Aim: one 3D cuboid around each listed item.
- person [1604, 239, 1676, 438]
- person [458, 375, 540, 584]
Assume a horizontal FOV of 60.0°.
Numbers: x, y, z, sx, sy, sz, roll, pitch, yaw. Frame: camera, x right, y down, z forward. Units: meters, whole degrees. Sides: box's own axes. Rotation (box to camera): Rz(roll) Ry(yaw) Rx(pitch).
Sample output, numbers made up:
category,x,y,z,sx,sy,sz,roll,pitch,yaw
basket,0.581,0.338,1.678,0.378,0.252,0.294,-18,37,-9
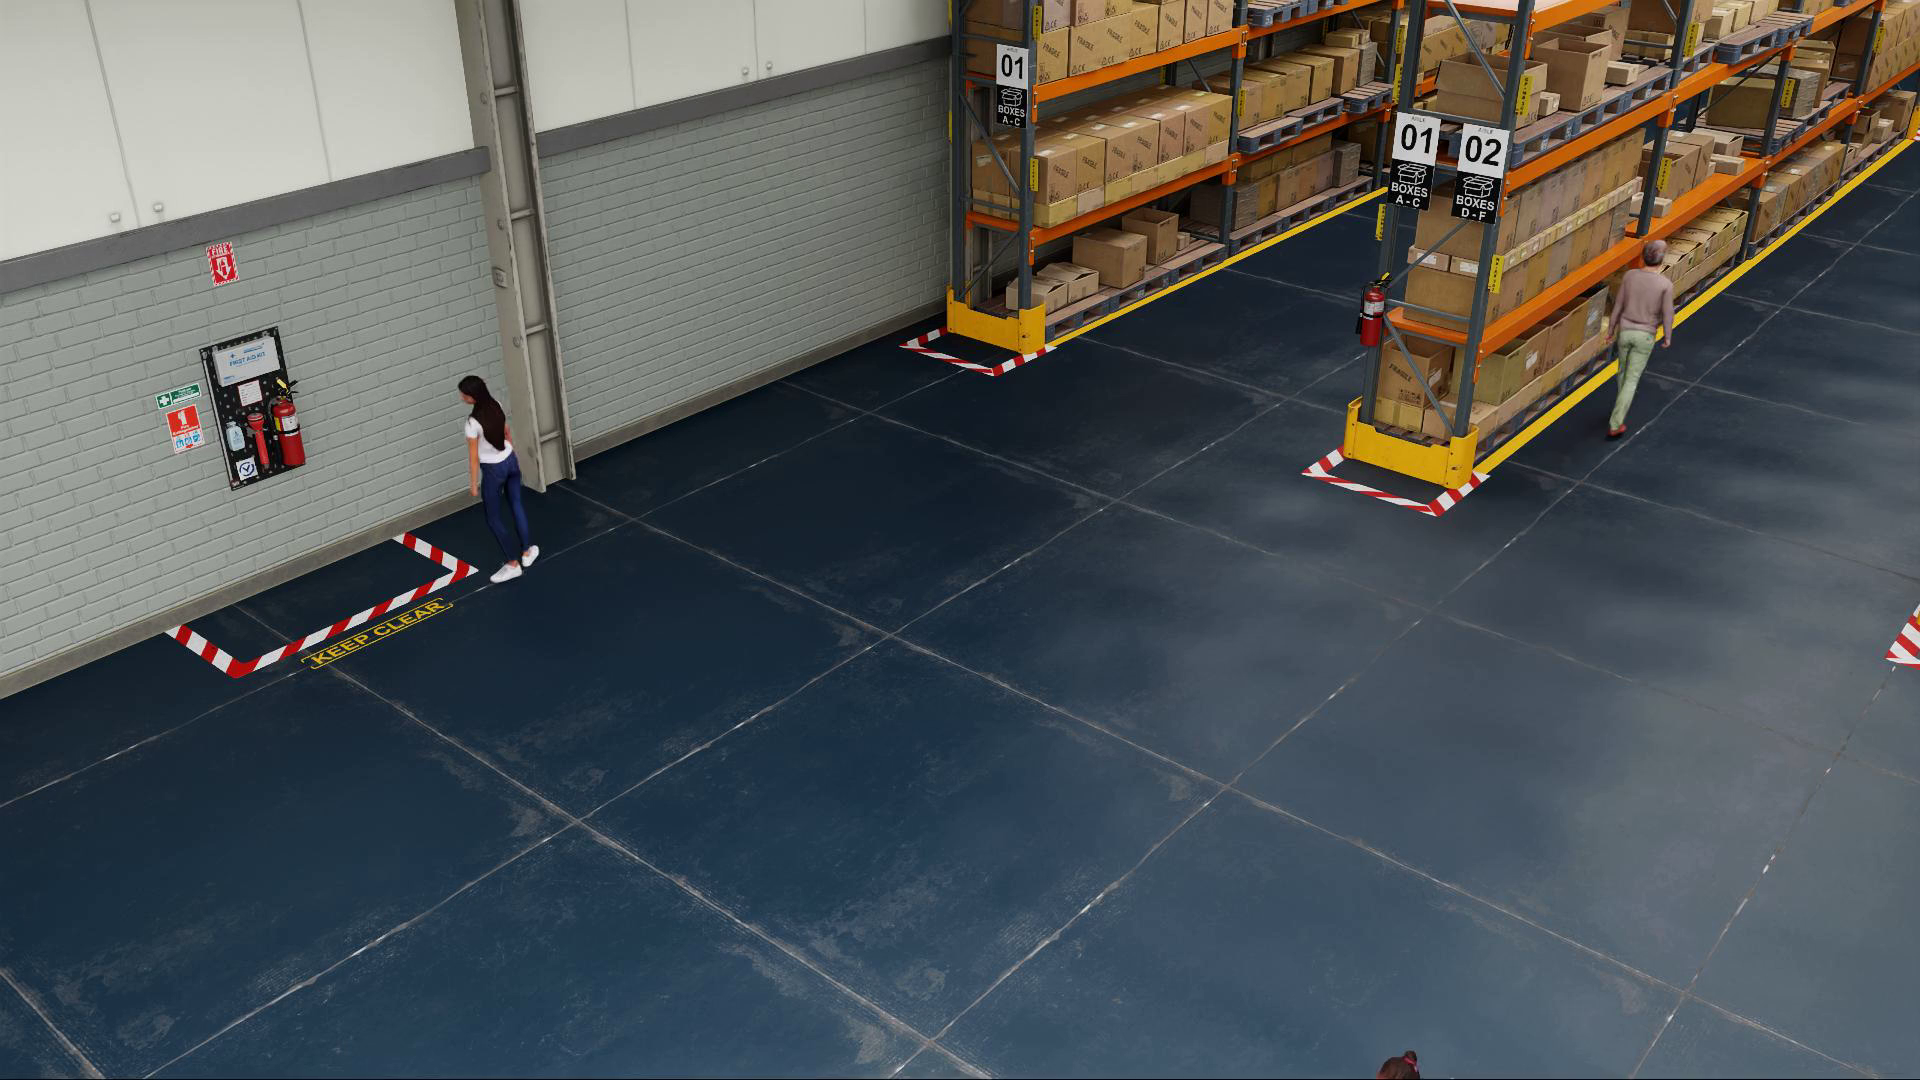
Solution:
category,x,y,z,sx,sy,sz,roll,pitch,yaw
person,6.308,-1.848,15.599,0.718,1.827,1.209,22,35,36
person,-3.615,-0.547,13.235,0.871,1.752,0.606,19,34,32
